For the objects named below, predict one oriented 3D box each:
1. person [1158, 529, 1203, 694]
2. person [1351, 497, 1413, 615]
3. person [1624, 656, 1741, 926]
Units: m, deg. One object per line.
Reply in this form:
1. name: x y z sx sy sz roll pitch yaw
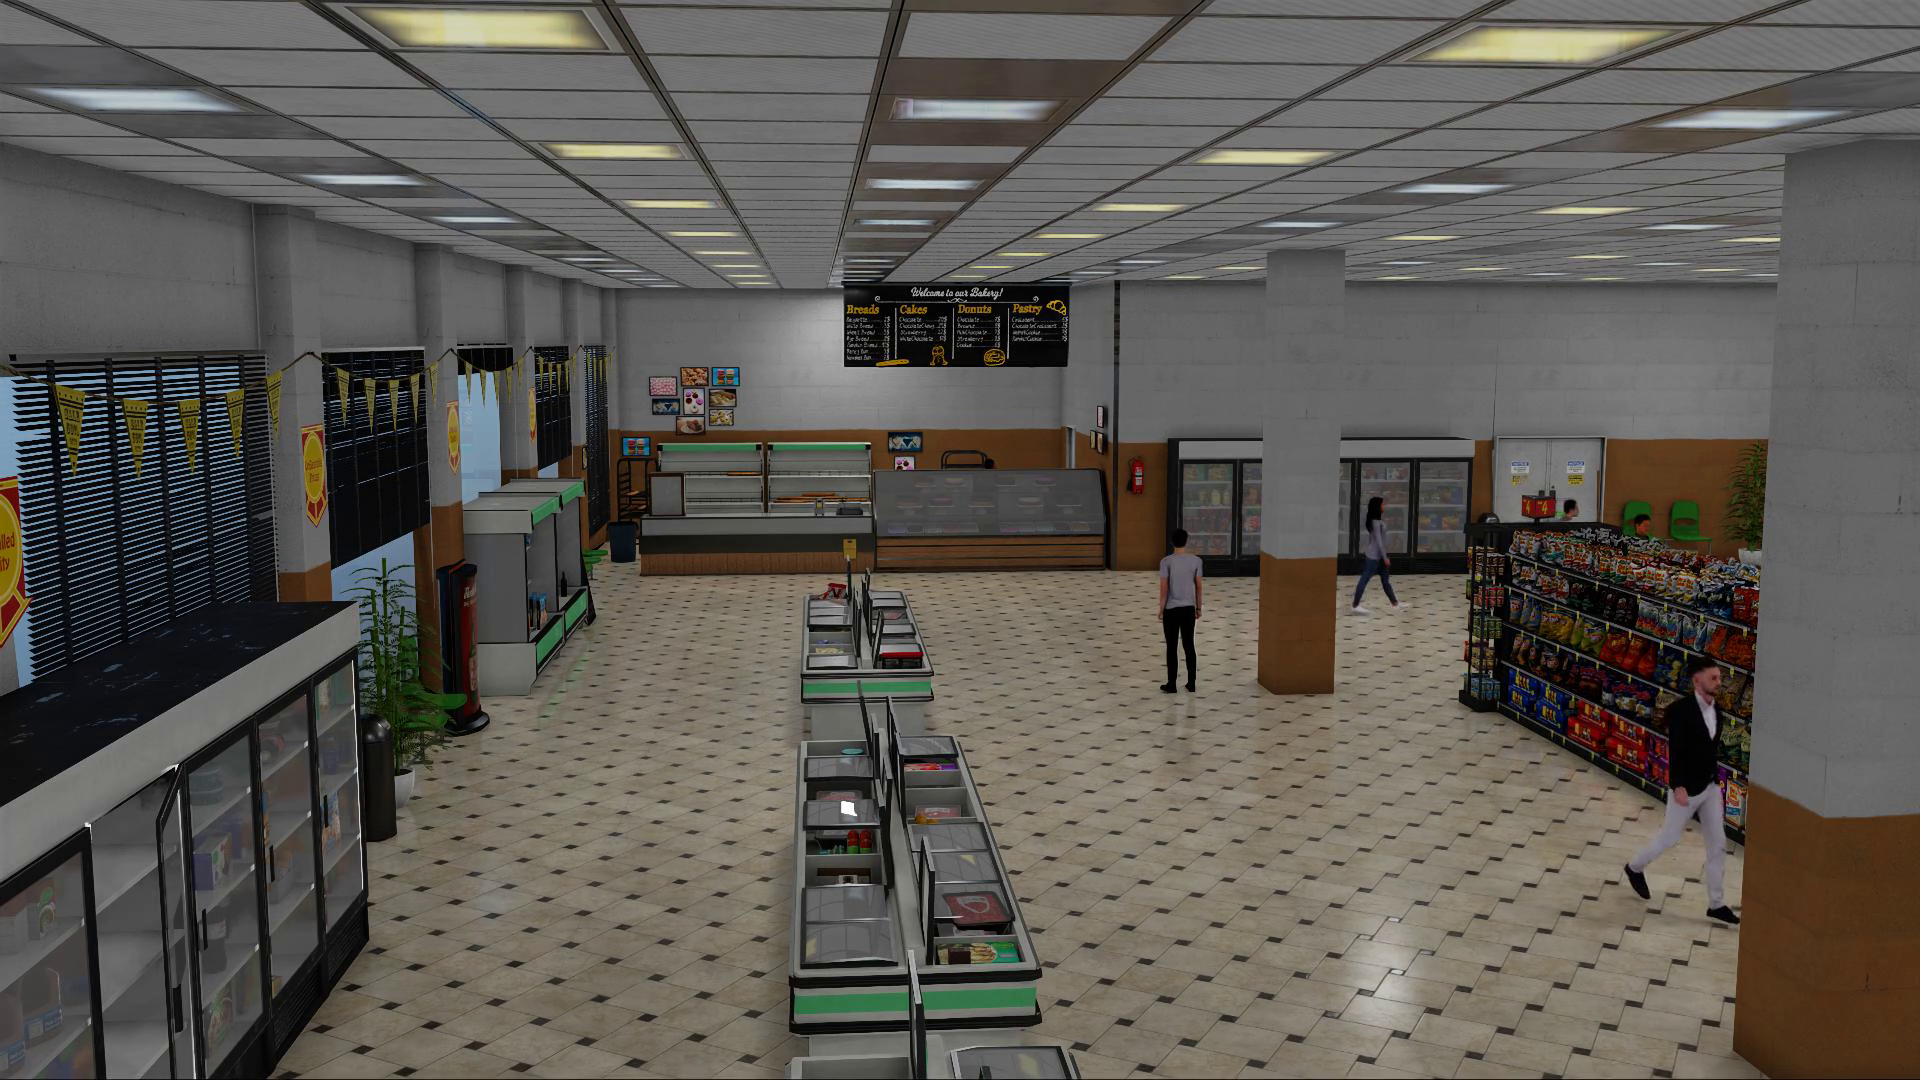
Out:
1. person: 2.502 0.801 18.948 0.697 1.864 0.574 -2 7 -13
2. person: 5.912 0.259 24.124 0.936 1.698 1.105 2 7 16
3. person: 5.031 1.717 11.607 0.924 1.807 1.270 -3 8 -23
